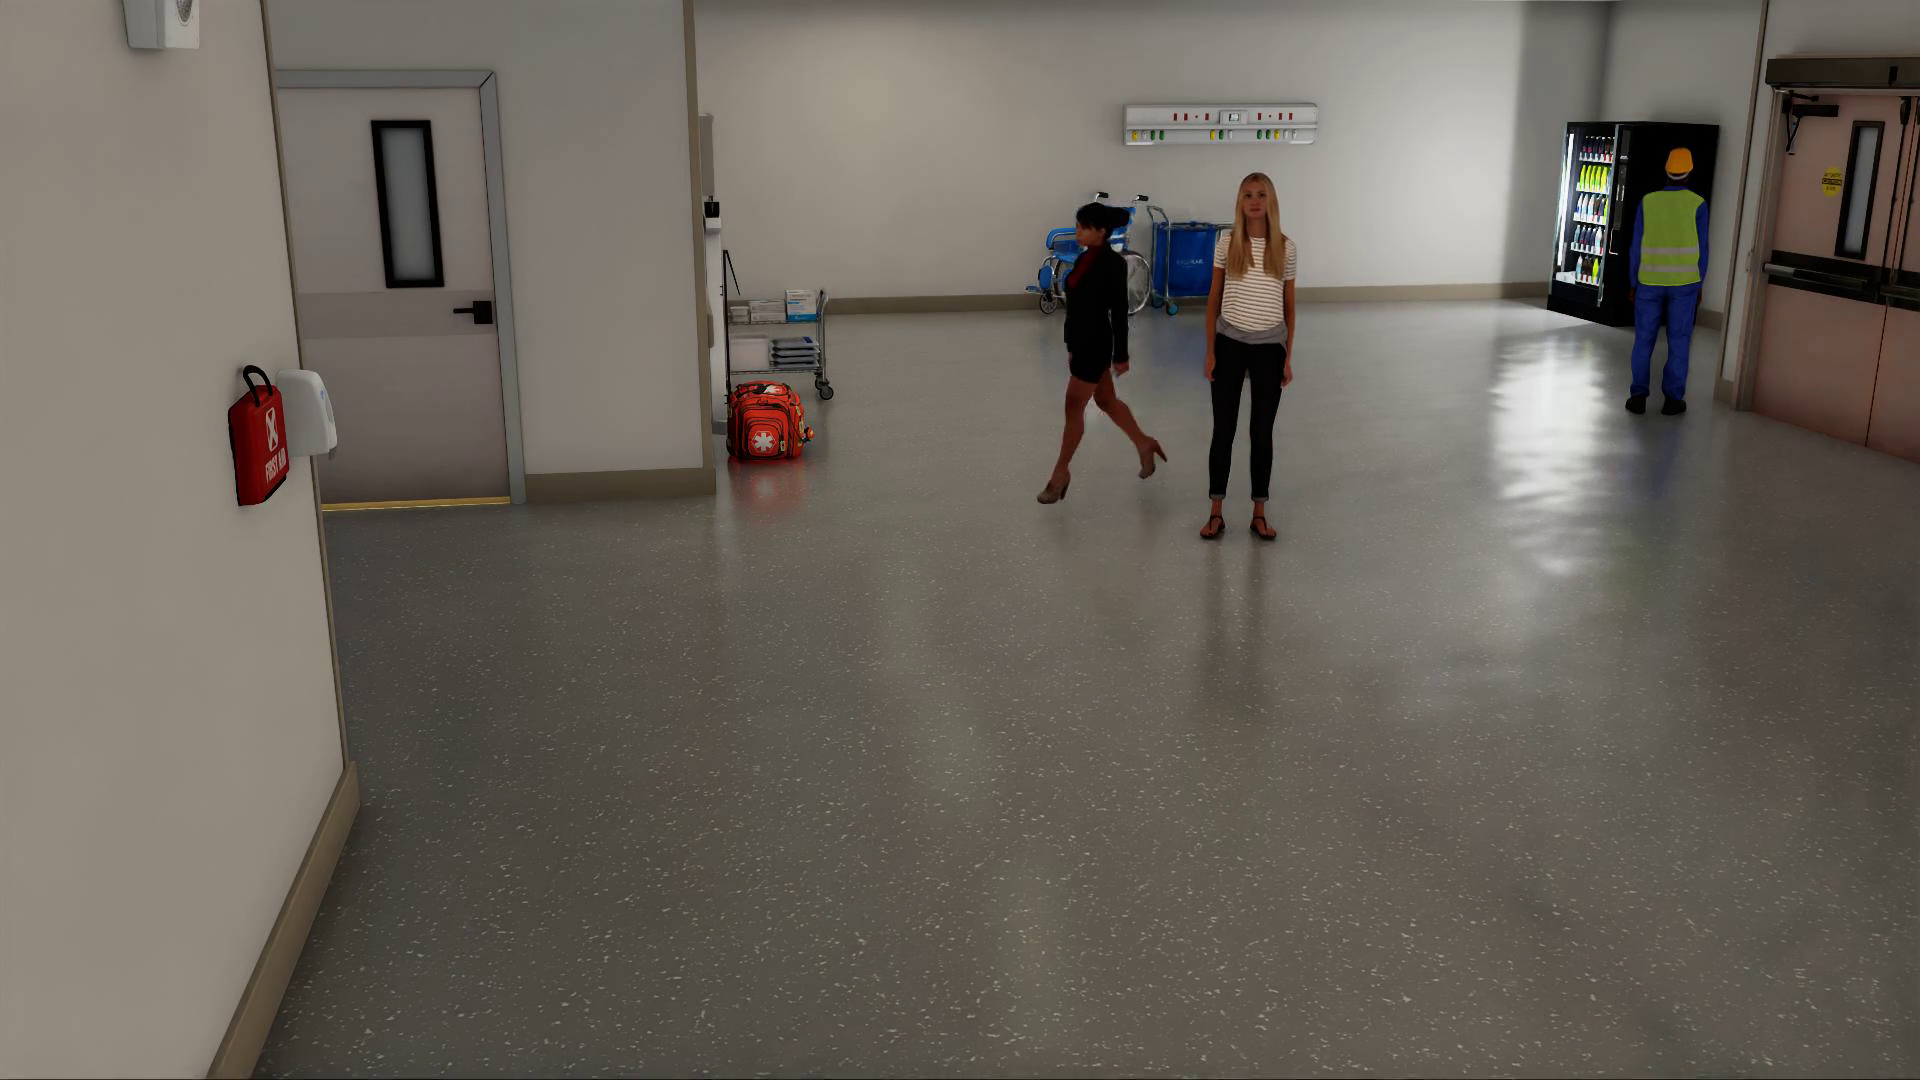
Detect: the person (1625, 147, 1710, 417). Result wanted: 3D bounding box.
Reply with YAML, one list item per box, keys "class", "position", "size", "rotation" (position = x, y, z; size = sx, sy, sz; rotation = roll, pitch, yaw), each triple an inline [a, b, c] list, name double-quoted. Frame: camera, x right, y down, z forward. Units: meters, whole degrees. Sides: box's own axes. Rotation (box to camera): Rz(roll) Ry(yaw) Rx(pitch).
- class: "person"
  position: [4.860, -1.779, 11.445]
  size: [0.756, 1.813, 0.774]
  rotation: [7, 17, 23]

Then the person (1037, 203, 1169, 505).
- class: "person"
  position: [0.794, -0.985, 9.024]
  size: [0.850, 1.598, 1.059]
  rotation: [-7, 17, -24]

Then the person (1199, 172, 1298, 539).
- class: "person"
  position: [1.453, -0.923, 8.385]
  size: [0.647, 1.827, 0.611]
  rotation: [1, 16, 5]
